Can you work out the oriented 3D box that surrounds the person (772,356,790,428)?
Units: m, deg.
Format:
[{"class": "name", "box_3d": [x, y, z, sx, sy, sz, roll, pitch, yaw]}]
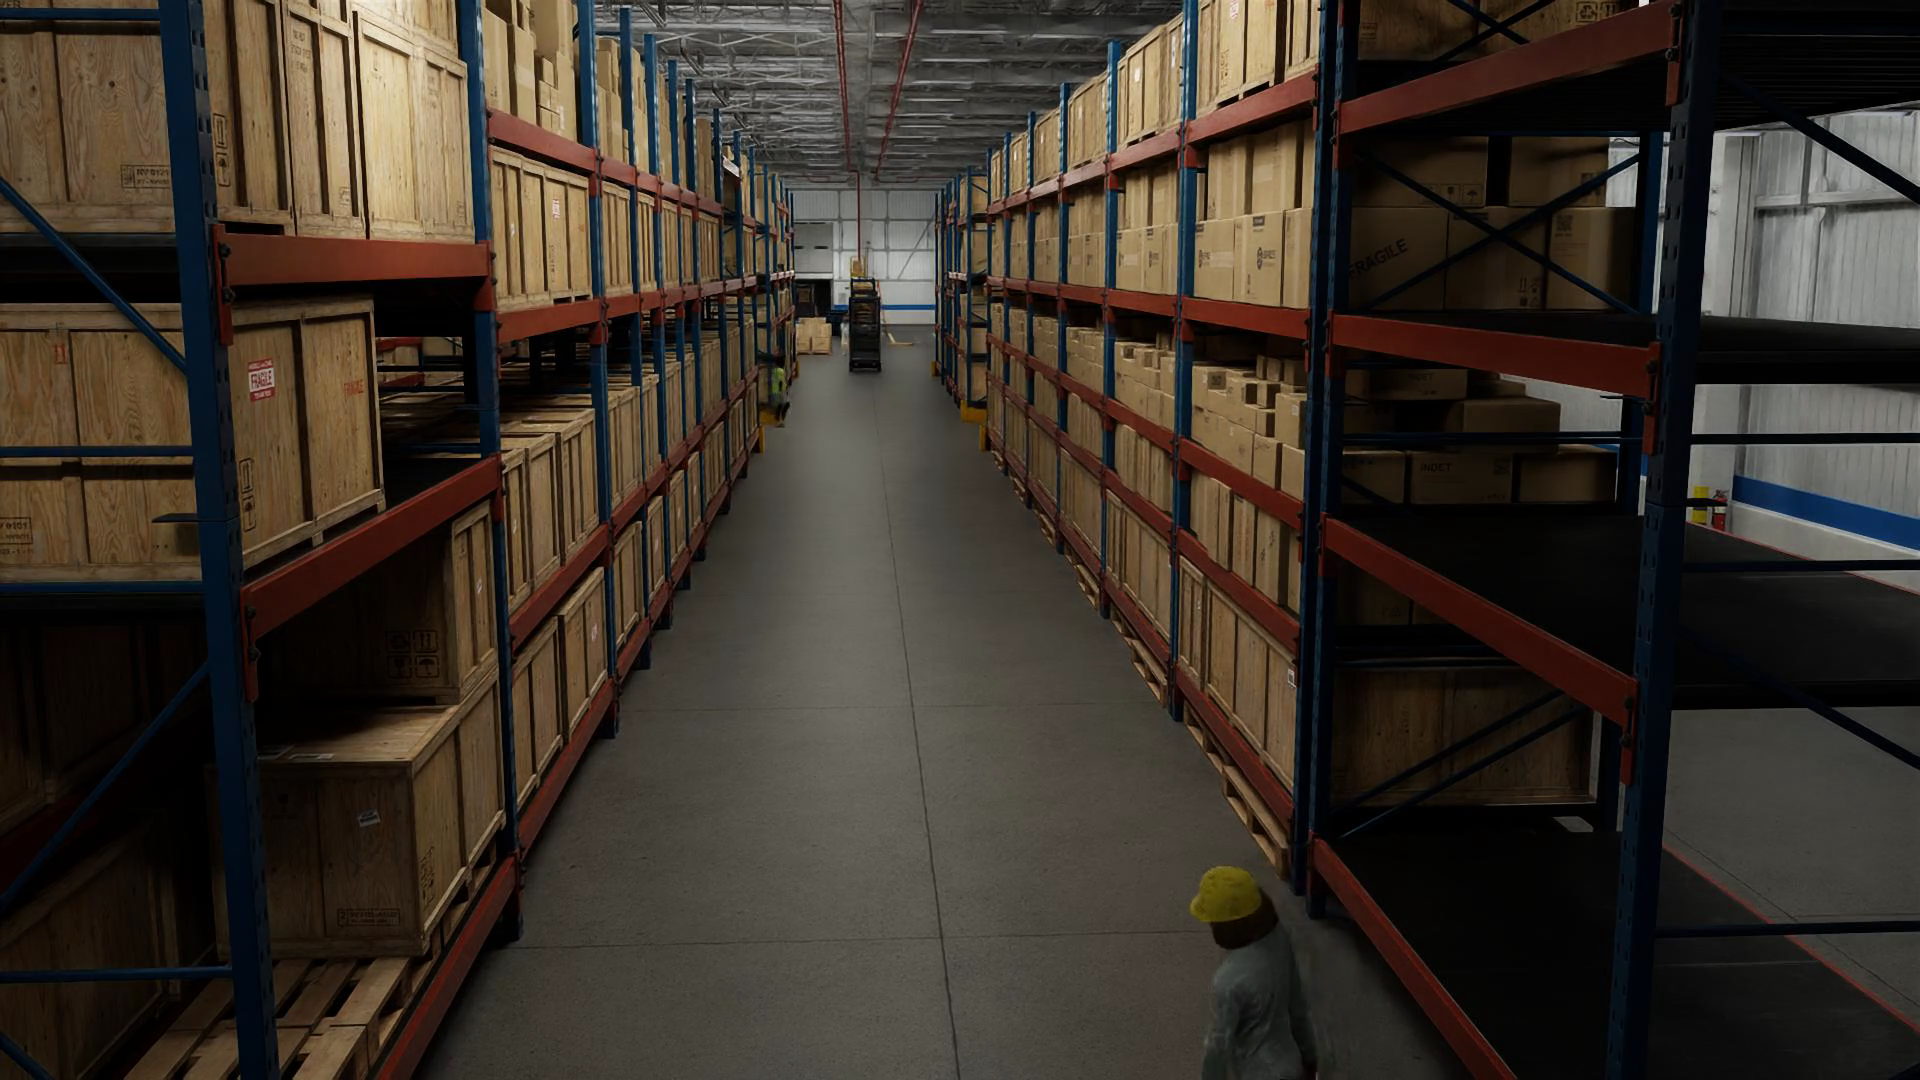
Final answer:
[{"class": "person", "box_3d": [-4.126, -3.440, 38.608, 0.474, 1.664, 0.584, -3, 10, -17]}]

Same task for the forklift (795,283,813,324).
[{"class": "forklift", "box_3d": [-7.357, -10.655, 78.113, 1.129, 2.768, 1.873, -1, 10, -4]}]

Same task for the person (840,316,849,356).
[{"class": "person", "box_3d": [-4.675, -8.402, 68.416, 0.522, 1.617, 0.612, 3, 10, 18]}]

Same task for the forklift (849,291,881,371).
[{"class": "forklift", "box_3d": [-3.351, -7.372, 58.501, 1.129, 2.768, 1.873, -1, 10, -3]}]

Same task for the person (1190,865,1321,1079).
[{"class": "person", "box_3d": [1.073, 1.984, 6.145, 0.567, 1.688, 0.557, 6, 11, 32]}]
